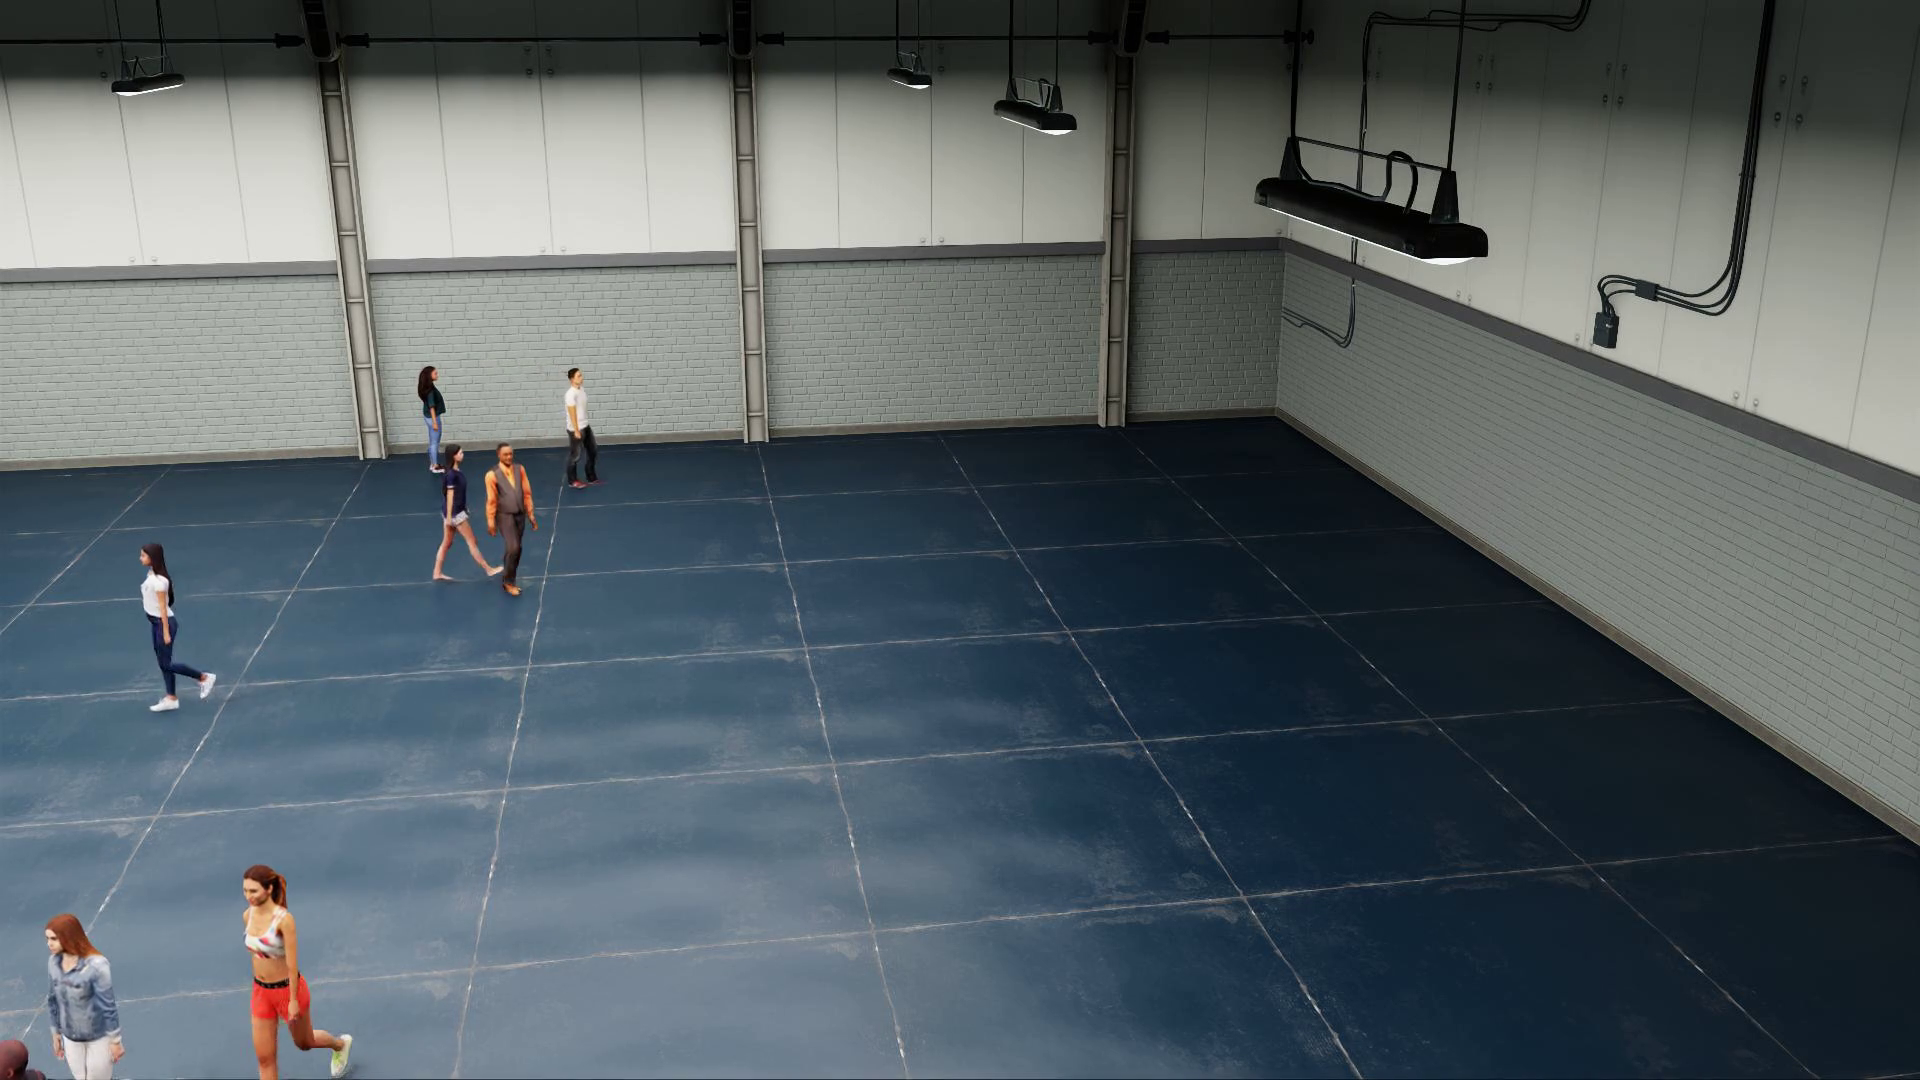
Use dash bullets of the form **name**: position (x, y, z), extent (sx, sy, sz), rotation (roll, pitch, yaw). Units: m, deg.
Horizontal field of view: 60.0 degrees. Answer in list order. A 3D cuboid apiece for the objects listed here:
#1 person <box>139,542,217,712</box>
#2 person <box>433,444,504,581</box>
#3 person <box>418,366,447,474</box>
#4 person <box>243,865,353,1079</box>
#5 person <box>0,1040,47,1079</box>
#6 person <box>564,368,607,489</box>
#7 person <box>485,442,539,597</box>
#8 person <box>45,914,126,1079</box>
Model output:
- **person**: position (-7.896, 0.865, 16.687), extent (0.959, 1.767, 0.796), rotation (-12, 21, -32)
- **person**: position (-6.268, -0.287, 20.303), extent (1.119, 1.719, 0.670), rotation (-5, 19, -15)
- **person**: position (-7.997, -1.840, 25.240), extent (0.649, 1.614, 0.645), rotation (-7, 19, -21)
- **person**: position (-4.257, 2.855, 10.581), extent (1.123, 1.764, 0.980), rotation (6, 19, 17)
- **person**: position (-4.795, 3.412, 8.817), extent (1.339, 1.798, 1.068), rotation (-12, 22, -33)
- **person**: position (-5.663, -1.635, 24.332), extent (0.907, 1.787, 0.825), rotation (4, 19, 14)
- **person**: position (-5.469, -0.276, 19.996), extent (0.937, 1.888, 0.877), rotation (14, 23, 37)
- **person**: position (-5.275, 3.014, 10.217), extent (0.755, 1.688, 0.826), rotation (6, 19, 17)
